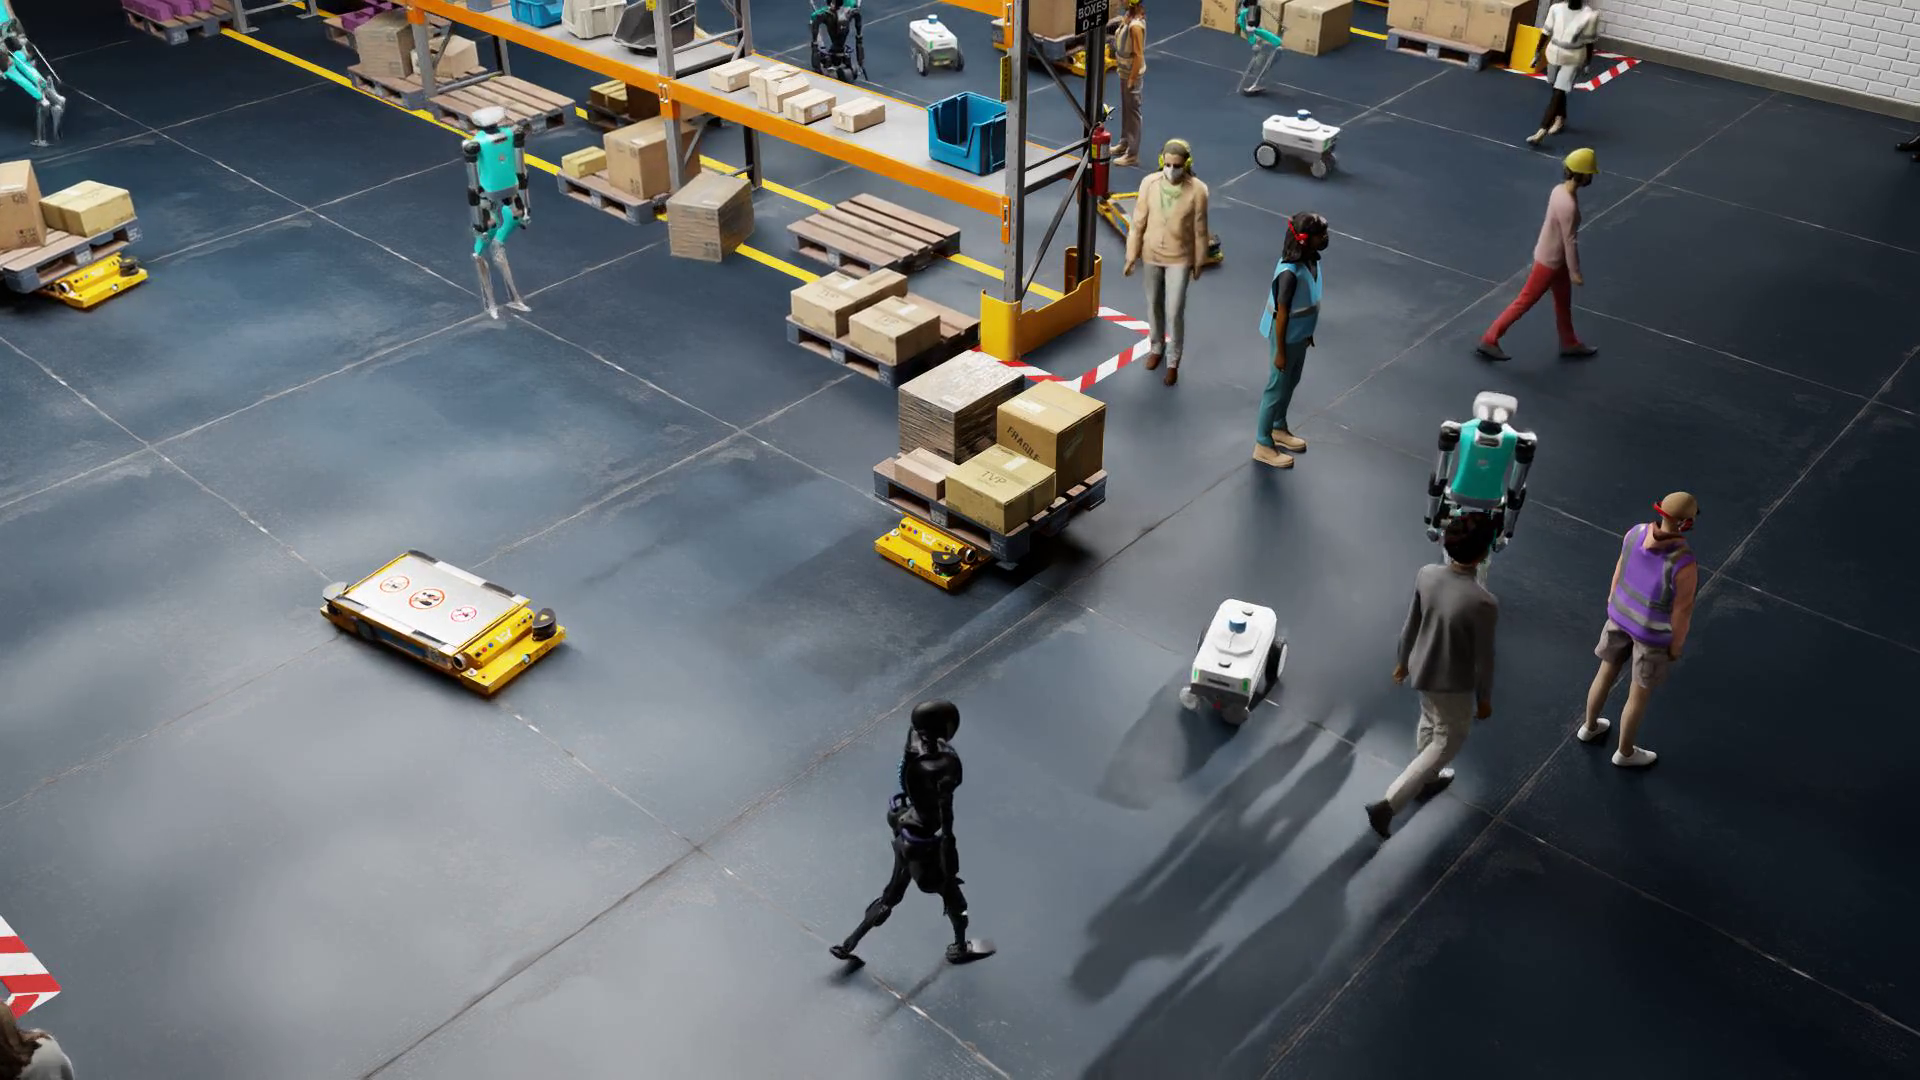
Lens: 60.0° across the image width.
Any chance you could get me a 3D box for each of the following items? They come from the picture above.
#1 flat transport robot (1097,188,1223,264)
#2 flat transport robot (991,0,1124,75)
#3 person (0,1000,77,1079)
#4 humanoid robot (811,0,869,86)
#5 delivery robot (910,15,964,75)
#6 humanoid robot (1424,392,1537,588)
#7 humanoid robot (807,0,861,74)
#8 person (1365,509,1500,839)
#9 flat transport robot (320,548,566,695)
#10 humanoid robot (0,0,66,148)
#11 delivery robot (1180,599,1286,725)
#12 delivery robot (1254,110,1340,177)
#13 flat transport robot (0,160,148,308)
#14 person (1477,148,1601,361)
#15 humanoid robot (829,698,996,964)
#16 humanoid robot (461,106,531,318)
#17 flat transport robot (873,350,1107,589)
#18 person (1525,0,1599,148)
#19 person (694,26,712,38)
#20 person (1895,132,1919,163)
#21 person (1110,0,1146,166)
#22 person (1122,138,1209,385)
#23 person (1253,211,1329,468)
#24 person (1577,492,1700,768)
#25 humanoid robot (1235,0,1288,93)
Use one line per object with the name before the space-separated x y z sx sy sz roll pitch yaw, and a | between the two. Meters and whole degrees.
flat transport robot | 1.769 -2.812 14.884 0.659 0.231 1.431 -10 36 -14
flat transport robot | 1.116 -5.602 18.926 1.431 0.231 0.659 29 44 35
person | -3.467 2.320 6.224 0.469 1.647 0.518 11 36 15
humanoid robot | -1.172 -4.619 16.268 0.616 1.639 0.595 -18 39 -24
delivery robot | -0.297 -5.563 18.604 0.499 0.578 0.764 -12 36 -17
humanoid robot | 3.012 -0.180 9.808 0.538 1.795 0.819 10 36 15
humanoid robot | -1.387 -5.969 18.177 0.763 1.789 0.550 23 41 29
person | 2.396 0.695 8.392 0.774 1.874 0.545 -20 39 -26
flat transport robot | -3.163 0.469 10.130 1.431 0.231 0.659 20 39 26
humanoid robot | -9.240 -4.720 16.411 0.745 1.810 0.531 10 36 15
delivery robot | 1.578 0.668 9.591 0.510 0.594 0.765 13 37 18
delivery robot | 3.298 -3.884 16.181 0.791 0.589 0.499 20 39 26
flat transport robot | -7.709 -2.318 14.168 1.431 0.231 0.659 16 38 22
person | 4.511 -2.143 12.636 0.921 1.713 0.535 8 35 11
humanoid robot | -0.222 1.385 7.621 0.799 1.645 0.609 -12 36 -17
humanoid robot | -3.754 -2.641 13.333 0.658 1.776 0.545 29 44 35
flat transport robot | 0.158 -0.172 11.059 0.659 0.231 1.431 27 43 33
person | 5.935 -4.743 16.460 0.882 1.644 0.548 -26 42 -33
person | -3.083 -6.136 18.416 0.585 1.730 0.578 -3 35 -4
person | 9.558 -4.614 16.028 0.355 1.937 0.548 0 35 -1
person | 1.617 -4.484 15.977 0.323 1.778 0.469 -3 35 -4
person | 1.513 -2.070 12.411 0.579 1.857 0.645 14 37 19
person | 2.264 -1.382 11.418 0.390 1.860 0.509 22 40 28
person | 3.642 0.471 8.872 0.347 1.694 0.482 -17 38 -23
humanoid robot | 3.178 -5.516 17.552 0.774 1.818 0.531 -5 35 -7
